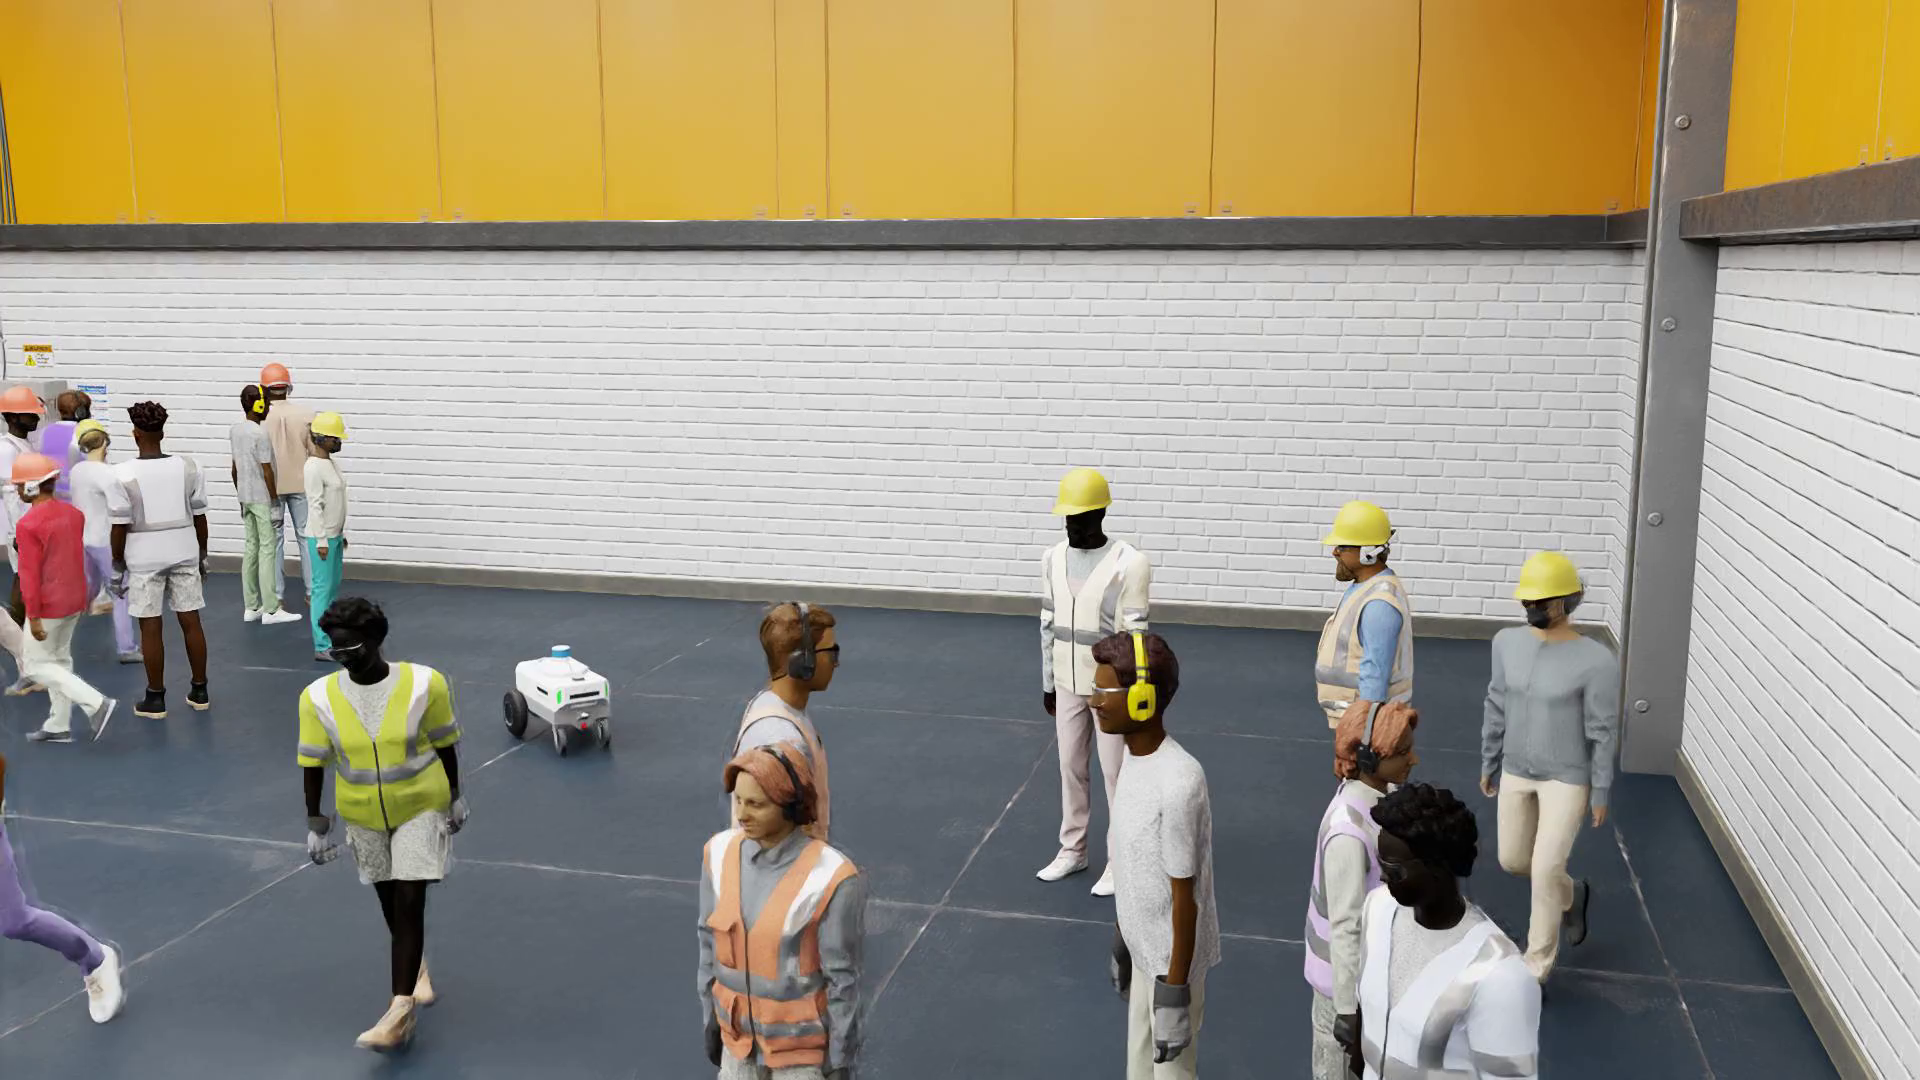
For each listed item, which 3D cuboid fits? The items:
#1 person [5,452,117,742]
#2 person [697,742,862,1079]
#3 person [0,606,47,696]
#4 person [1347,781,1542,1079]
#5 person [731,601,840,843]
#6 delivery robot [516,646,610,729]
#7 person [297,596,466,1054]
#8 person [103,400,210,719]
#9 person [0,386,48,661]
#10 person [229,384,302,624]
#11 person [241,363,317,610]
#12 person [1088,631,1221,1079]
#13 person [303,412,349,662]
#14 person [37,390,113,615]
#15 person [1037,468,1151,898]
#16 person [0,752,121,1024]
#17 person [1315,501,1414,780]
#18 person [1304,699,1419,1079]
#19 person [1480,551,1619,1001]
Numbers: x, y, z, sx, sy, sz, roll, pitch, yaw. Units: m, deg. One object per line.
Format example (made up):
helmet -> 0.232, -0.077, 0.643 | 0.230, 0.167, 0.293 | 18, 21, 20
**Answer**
person -> -5.197, 0.350, 9.604 | 0.590, 1.732, 0.573 | 1, 10, 4
person -> -0.438, 1.297, 4.387 | 0.520, 1.616, 0.627 | 6, 11, 32
person -> -6.275, 0.146, 10.333 | 1.109, 1.918, 0.678 | -8, 13, -41
person -> 1.152, 1.357, 3.830 | 0.499, 1.676, 0.563 | -4, 10, -22
person -> -0.496, 1.094, 4.984 | 0.402, 1.826, 0.566 | 0, 10, -2
delivery robot -> -2.336, 0.865, 9.769 | 0.477, 0.478, 0.707 | -7, 12, -34
person -> -2.090, 0.999, 6.012 | 0.547, 1.643, 0.816 | -1, 10, -6
person -> -4.945, 0.120, 10.283 | 0.367, 1.966, 0.604 | 9, 13, 43
person -> -6.582, -0.117, 11.766 | 0.362, 1.935, 0.553 | -3, 10, -17
person -> -5.438, -0.278, 12.932 | 0.521, 1.865, 0.327 | 7, 12, 35
person -> -5.458, -0.431, 13.436 | 0.613, 1.997, 0.376 | -7, 12, -34
person -> 0.528, 1.160, 4.507 | 0.365, 1.860, 0.514 | -1, 10, -8
person -> -4.444, -0.024, 11.746 | 0.321, 1.761, 0.522 | -1, 10, -6
person -> -6.889, -0.260, 12.969 | 0.631, 1.831, 0.674 | 4, 10, 23
person -> 0.575, 0.628, 7.447 | 0.580, 1.919, 0.387 | 8, 13, 40
person -> -3.409, 0.957, 5.800 | 0.548, 1.828, 0.884 | 3, 10, 15
person -> 1.707, 0.739, 7.066 | 0.403, 1.824, 0.593 | 1, 10, 9
person -> 1.122, 1.238, 4.688 | 0.314, 1.633, 0.519 | 4, 11, 24
person -> 2.288, 0.886, 6.408 | 0.703, 1.742, 0.534 | -8, 12, -38
